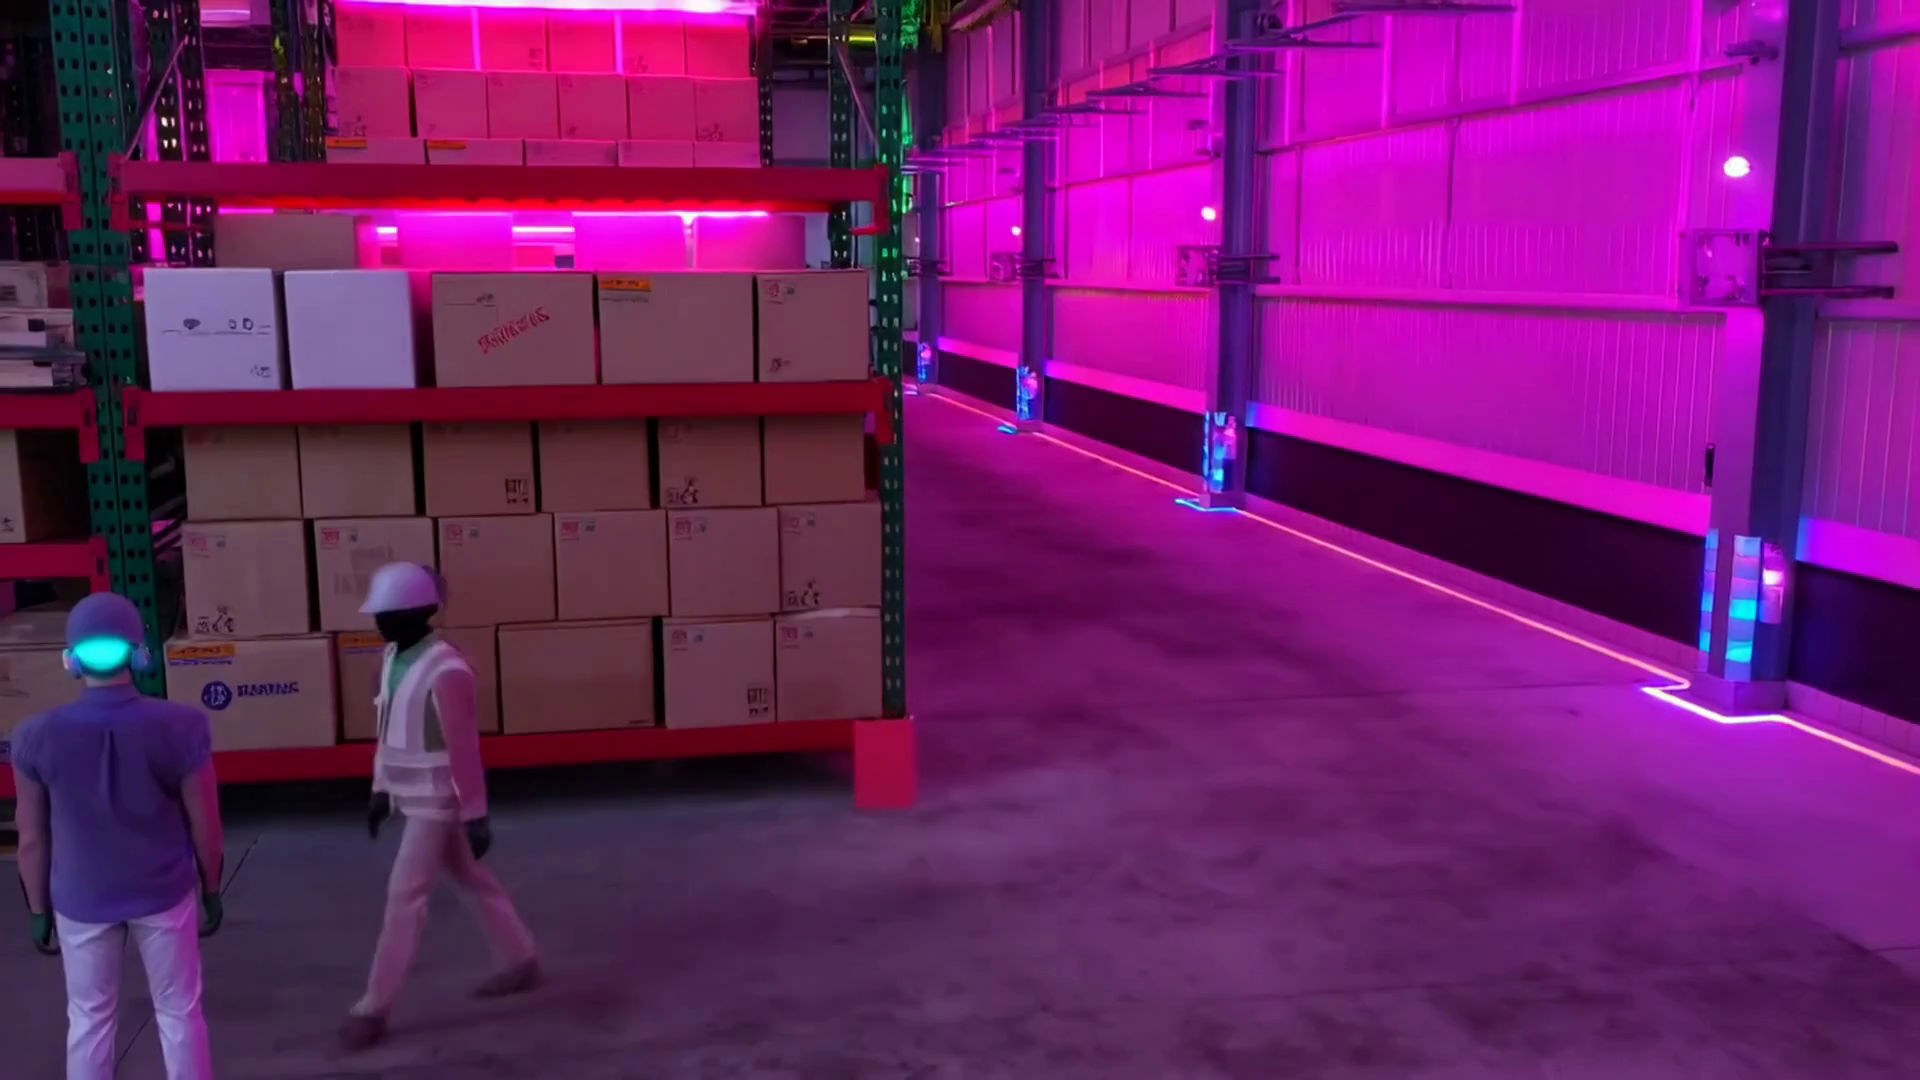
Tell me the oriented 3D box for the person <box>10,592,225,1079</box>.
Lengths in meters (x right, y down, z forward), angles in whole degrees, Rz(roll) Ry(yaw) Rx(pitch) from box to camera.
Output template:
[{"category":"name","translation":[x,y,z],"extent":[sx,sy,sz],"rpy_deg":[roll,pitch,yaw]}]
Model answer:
[{"category":"person","translation":[-2.754,1.156,5.499],"extent":[0.611,1.985,0.414],"rpy_deg":[-3,10,-20]}]

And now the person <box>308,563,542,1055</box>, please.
[{"category":"person","translation":[-2.121,1.014,6.632],"extent":[0.996,1.898,0.650],"rpy_deg":[-7,12,-38]}]

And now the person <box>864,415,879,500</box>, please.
[{"category":"person","translation":[-1.024,-0.514,16.356],"extent":[0.534,1.749,0.645],"rpy_deg":[-3,10,-16]}]
